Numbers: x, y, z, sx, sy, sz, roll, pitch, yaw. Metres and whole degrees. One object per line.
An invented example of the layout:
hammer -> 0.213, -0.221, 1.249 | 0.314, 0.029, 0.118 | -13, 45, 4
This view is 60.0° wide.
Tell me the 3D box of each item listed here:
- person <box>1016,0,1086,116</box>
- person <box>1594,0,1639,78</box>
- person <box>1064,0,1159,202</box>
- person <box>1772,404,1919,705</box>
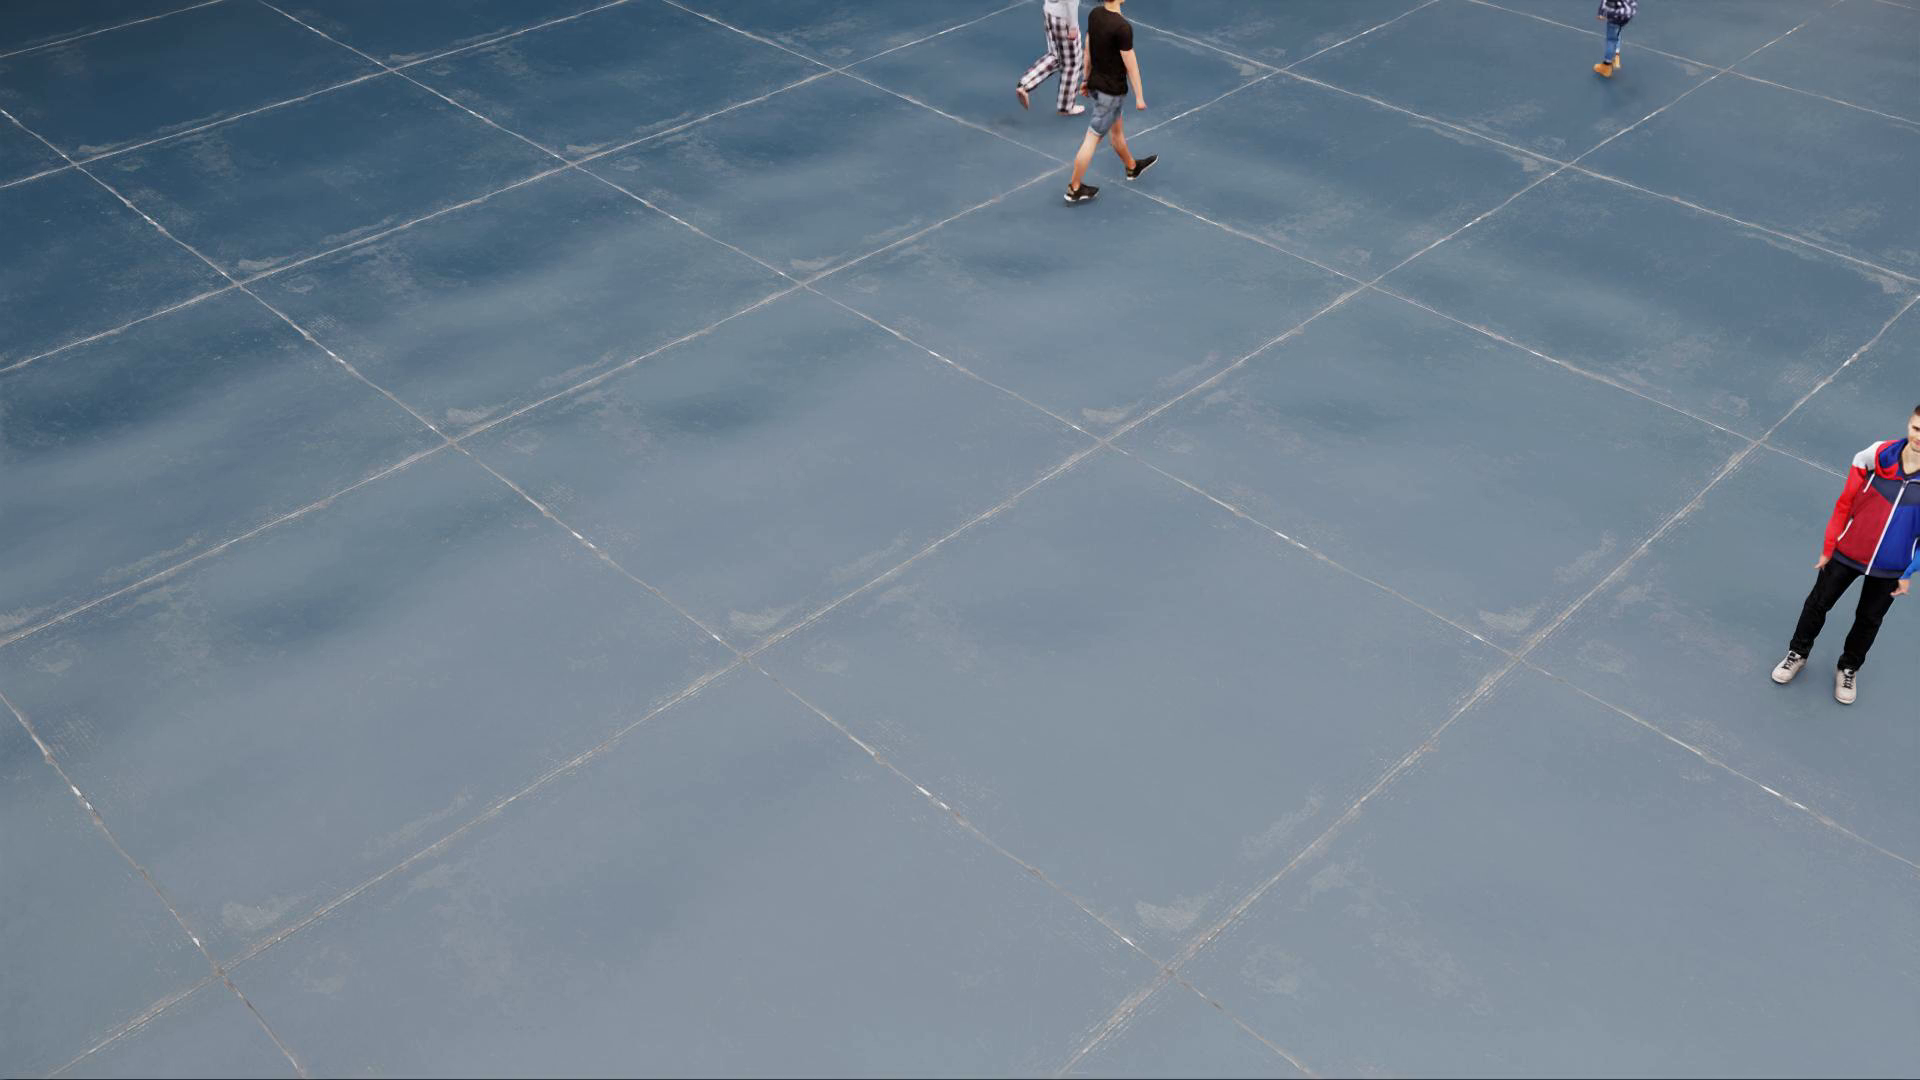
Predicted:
person -> 0.806, -4.532, 14.417 | 0.993, 1.827, 0.826 | -15, 40, -19
person -> 6.140, -4.897, 15.380 | 0.535, 1.242, 0.636 | -12, 39, -15
person -> 1.082, -3.522, 13.107 | 1.245, 1.804, 0.918 | -18, 41, -22
person -> 4.641, 0.049, 8.449 | 0.686, 1.757, 0.631 | 21, 42, 25
